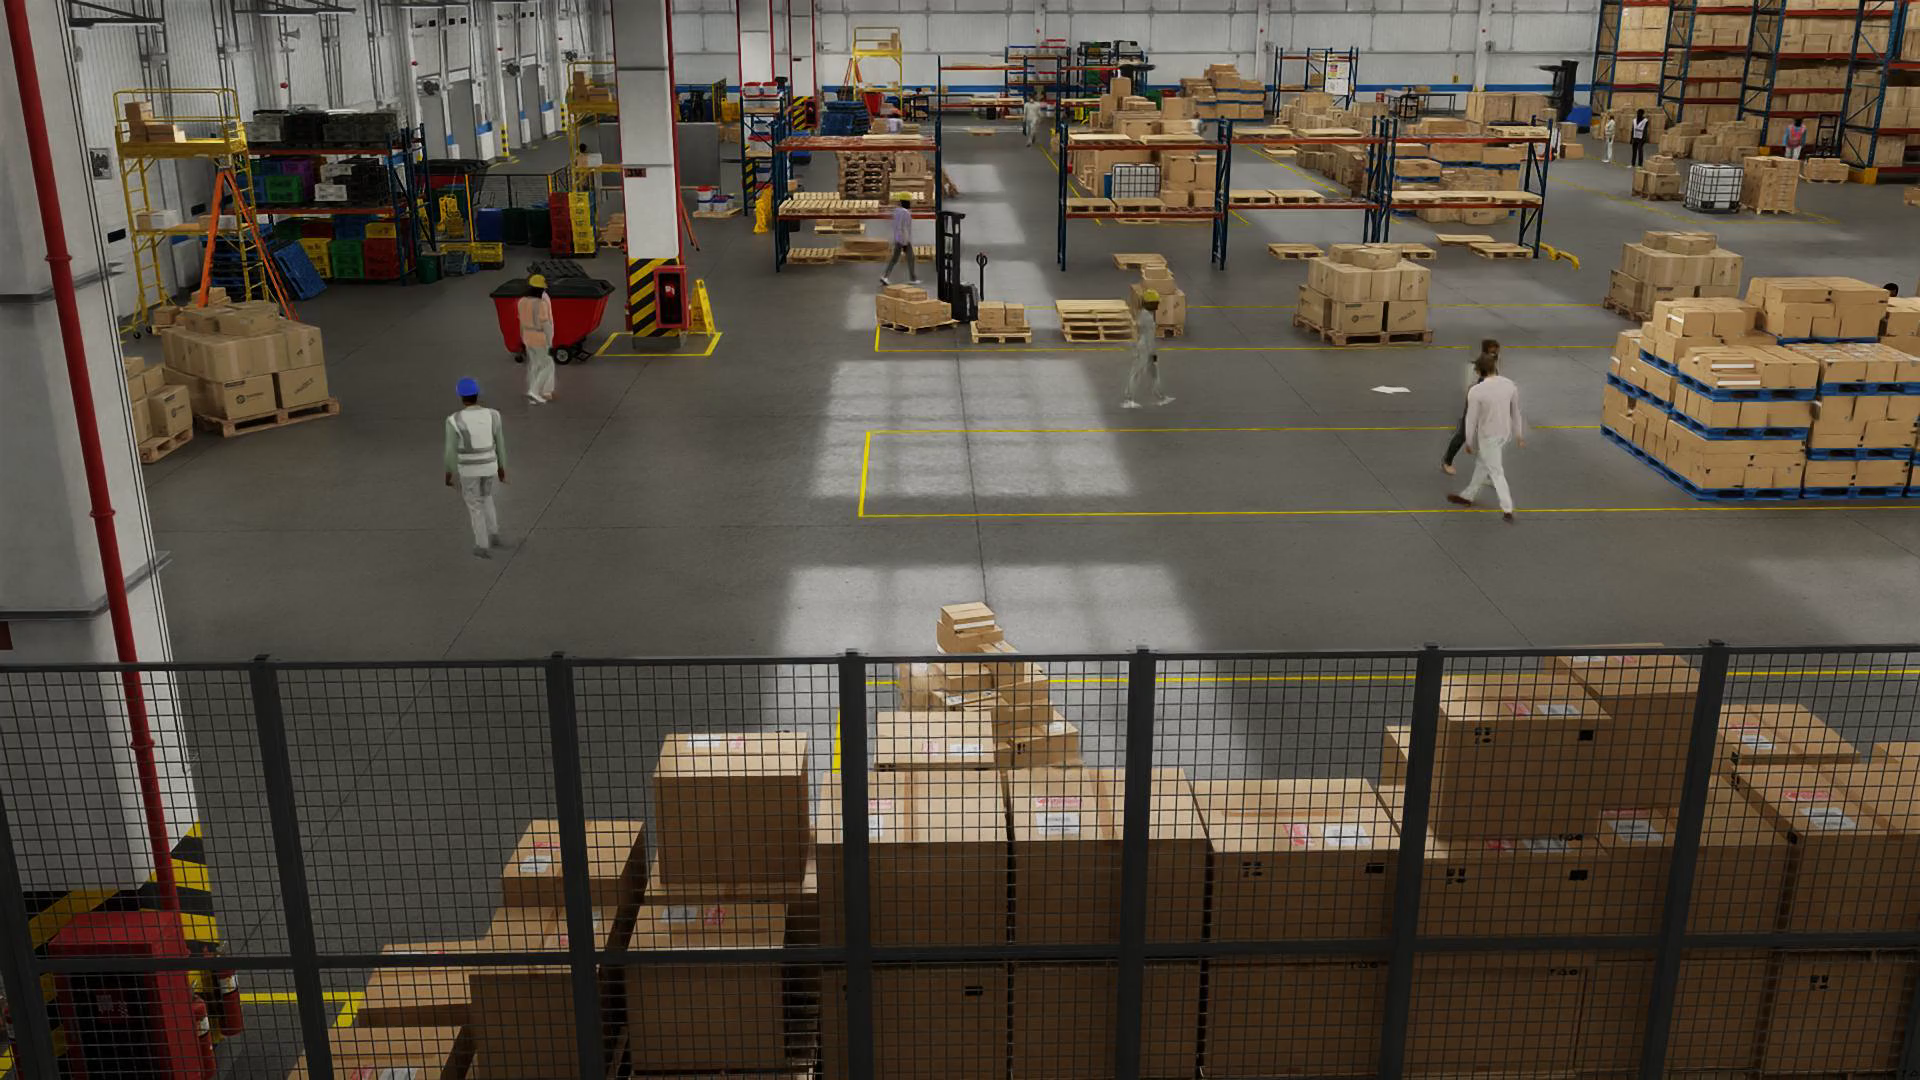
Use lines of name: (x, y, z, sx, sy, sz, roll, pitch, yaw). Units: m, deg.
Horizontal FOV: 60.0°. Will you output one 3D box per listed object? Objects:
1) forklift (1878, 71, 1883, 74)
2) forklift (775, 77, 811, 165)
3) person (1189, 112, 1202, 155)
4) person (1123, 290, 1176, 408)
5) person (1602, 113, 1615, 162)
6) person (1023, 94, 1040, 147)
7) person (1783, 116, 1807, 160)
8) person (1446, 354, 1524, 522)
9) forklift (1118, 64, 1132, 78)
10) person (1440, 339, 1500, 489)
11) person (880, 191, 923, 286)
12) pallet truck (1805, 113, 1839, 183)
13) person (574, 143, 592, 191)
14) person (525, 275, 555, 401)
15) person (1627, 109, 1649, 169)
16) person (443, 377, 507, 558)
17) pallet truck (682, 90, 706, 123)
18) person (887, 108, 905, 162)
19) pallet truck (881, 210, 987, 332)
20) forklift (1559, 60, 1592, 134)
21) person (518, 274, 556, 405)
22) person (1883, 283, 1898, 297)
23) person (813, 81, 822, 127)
forklift: (32.120, -15.172, 58.879, 1.129, 2.768, 1.873, -1, 19, -1)
forklift: (-5.920, -13.893, 55.085, 1.873, 2.768, 1.129, -1, 19, -1)
person: (7.995, -13.765, 56.694, 0.527, 1.591, 0.878, 6, 20, 18)
person: (2.738, -2.722, 23.755, 0.848, 1.702, 0.503, 1, 19, 2)
person: (21.847, -13.545, 55.982, 0.315, 1.629, 0.509, -1, 19, -2)
person: (2.657, -15.493, 61.348, 0.660, 1.903, 0.816, 5, 19, 15)
person: (26.310, -12.445, 52.447, 0.623, 1.813, 0.844, 9, 21, 26)
person: (6.071, -1.173, 18.929, 0.678, 1.872, 1.011, -10, 21, -28)
forklift: (6.251, -16.612, 63.152, 1.873, 2.768, 1.129, 5, 19, 15)
person: (6.276, -1.583, 20.257, 0.521, 1.806, 0.983, -8, 20, -23)
person: (-1.206, -6.023, 33.285, 0.947, 1.888, 0.592, -13, 22, -33)
pallet truck: (26.403, -11.957, 50.702, 0.823, 1.965, 1.885, 6, 19, 16)
person: (-10.243, -9.917, 45.132, 0.546, 1.673, 0.678, -12, 22, -31)
person: (-6.117, -2.933, 24.174, 0.429, 1.841, 0.633, -2, 19, -6)
person: (22.079, -13.049, 54.086, 0.399, 1.908, 0.606, -9, 21, -26)
person: (-5.143, -0.769, 17.623, 0.622, 1.927, 0.518, -18, 25, -42)
pallet truck: (-9.671, -15.907, 62.421, 0.823, 1.965, 1.885, 5, 19, 15)
person: (-2.077, -13.164, 54.468, 0.553, 1.879, 1.032, 8, 20, 22)
pallet truck: (-0.493, -4.759, 29.349, 1.885, 1.965, 0.823, -13, 23, -34)
forklift: (24.113, -17.613, 66.121, 1.873, 2.768, 1.129, -1, 19, -2)
person: (-6.067, -2.858, 23.876, 0.704, 1.899, 0.441, 12, 22, 32)
person: (12.792, -2.624, 23.136, 0.593, 1.920, 0.392, 8, 20, 21)
person: (-6.018, -18.120, 69.164, 0.650, 1.886, 1.015, 11, 21, 29)
